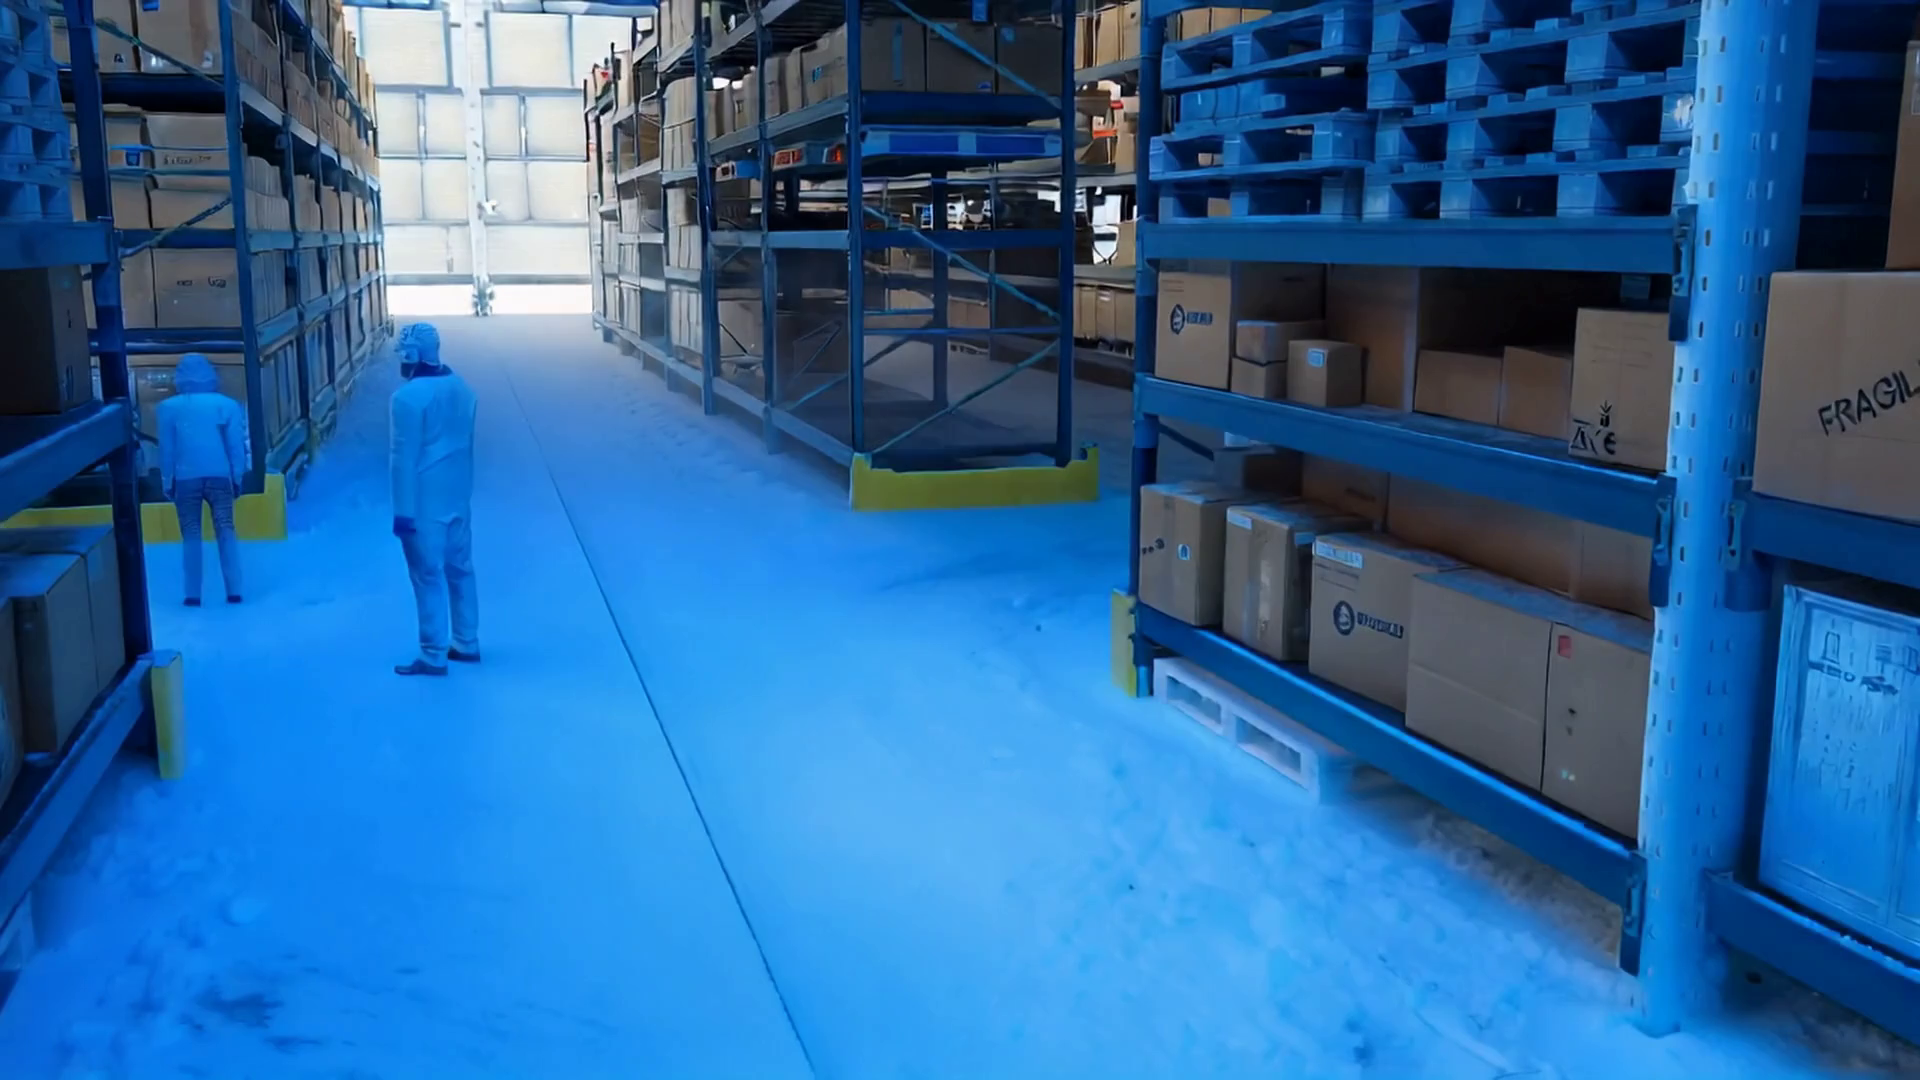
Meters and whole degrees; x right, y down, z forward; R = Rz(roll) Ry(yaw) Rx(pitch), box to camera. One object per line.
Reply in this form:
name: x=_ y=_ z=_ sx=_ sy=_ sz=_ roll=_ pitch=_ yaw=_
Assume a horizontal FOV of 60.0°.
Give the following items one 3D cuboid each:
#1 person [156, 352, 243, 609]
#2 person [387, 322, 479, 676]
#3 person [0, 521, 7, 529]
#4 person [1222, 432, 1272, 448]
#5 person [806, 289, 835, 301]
person: x=-4.808 y=-0.374 z=10.567 sx=0.493 sy=1.624 sz=0.280 roll=-7 pitch=13 yaw=-35
person: x=-2.865 y=-0.222 z=8.988 sx=0.398 sy=1.899 sz=0.647 roll=3 pitch=11 yaw=16
person: x=-4.565 y=0.104 z=7.825 sx=0.850 sy=1.650 sz=0.555 roll=-2 pitch=11 yaw=-13
person: x=1.776 y=-0.252 z=9.830 sx=0.906 sy=1.654 sz=0.526 roll=-2 pitch=11 yaw=-13
person: x=-3.066 y=-5.266 z=36.461 sx=0.649 sy=1.954 sz=0.925 roll=-1 pitch=10 yaw=-6
